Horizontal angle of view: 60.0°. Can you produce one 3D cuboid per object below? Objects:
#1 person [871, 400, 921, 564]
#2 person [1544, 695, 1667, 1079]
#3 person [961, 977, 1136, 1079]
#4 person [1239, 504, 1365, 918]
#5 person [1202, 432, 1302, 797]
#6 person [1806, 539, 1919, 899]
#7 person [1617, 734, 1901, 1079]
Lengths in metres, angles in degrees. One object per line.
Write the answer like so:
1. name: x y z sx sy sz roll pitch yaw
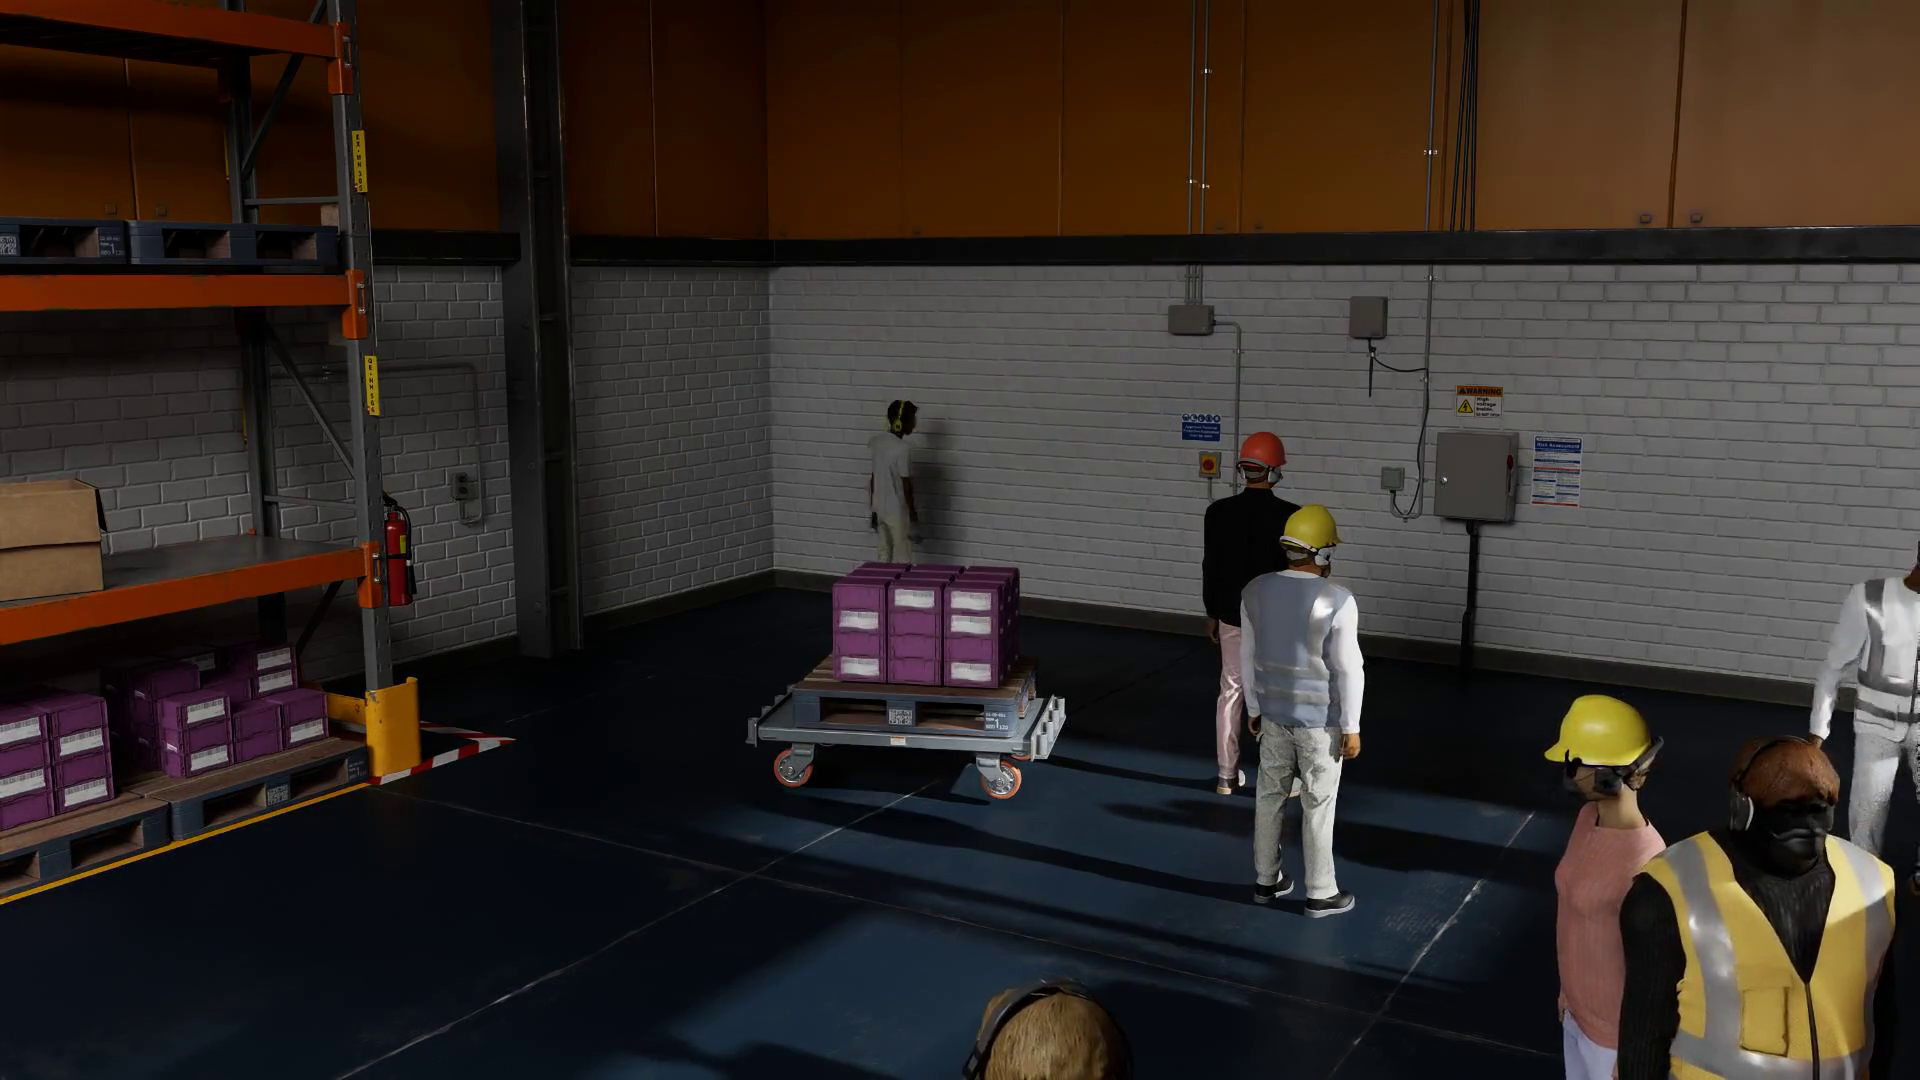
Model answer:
1. person: -0.572 -0.190 13.255 0.413 1.848 0.606 -6 11 -33
2. person: 1.673 1.270 4.362 0.330 1.764 0.528 1 9 4
3. person: 0.109 1.514 2.288 0.638 1.938 0.356 -6 11 -32
4. person: 1.528 0.751 7.383 0.600 1.832 0.404 9 12 43
5. person: 1.610 0.411 8.993 0.609 1.996 0.379 6 11 31
6. person: 3.930 0.799 6.994 0.704 1.869 0.704 4 10 21
7. person: 1.806 1.330 3.784 0.620 1.836 0.430 0 9 -2
